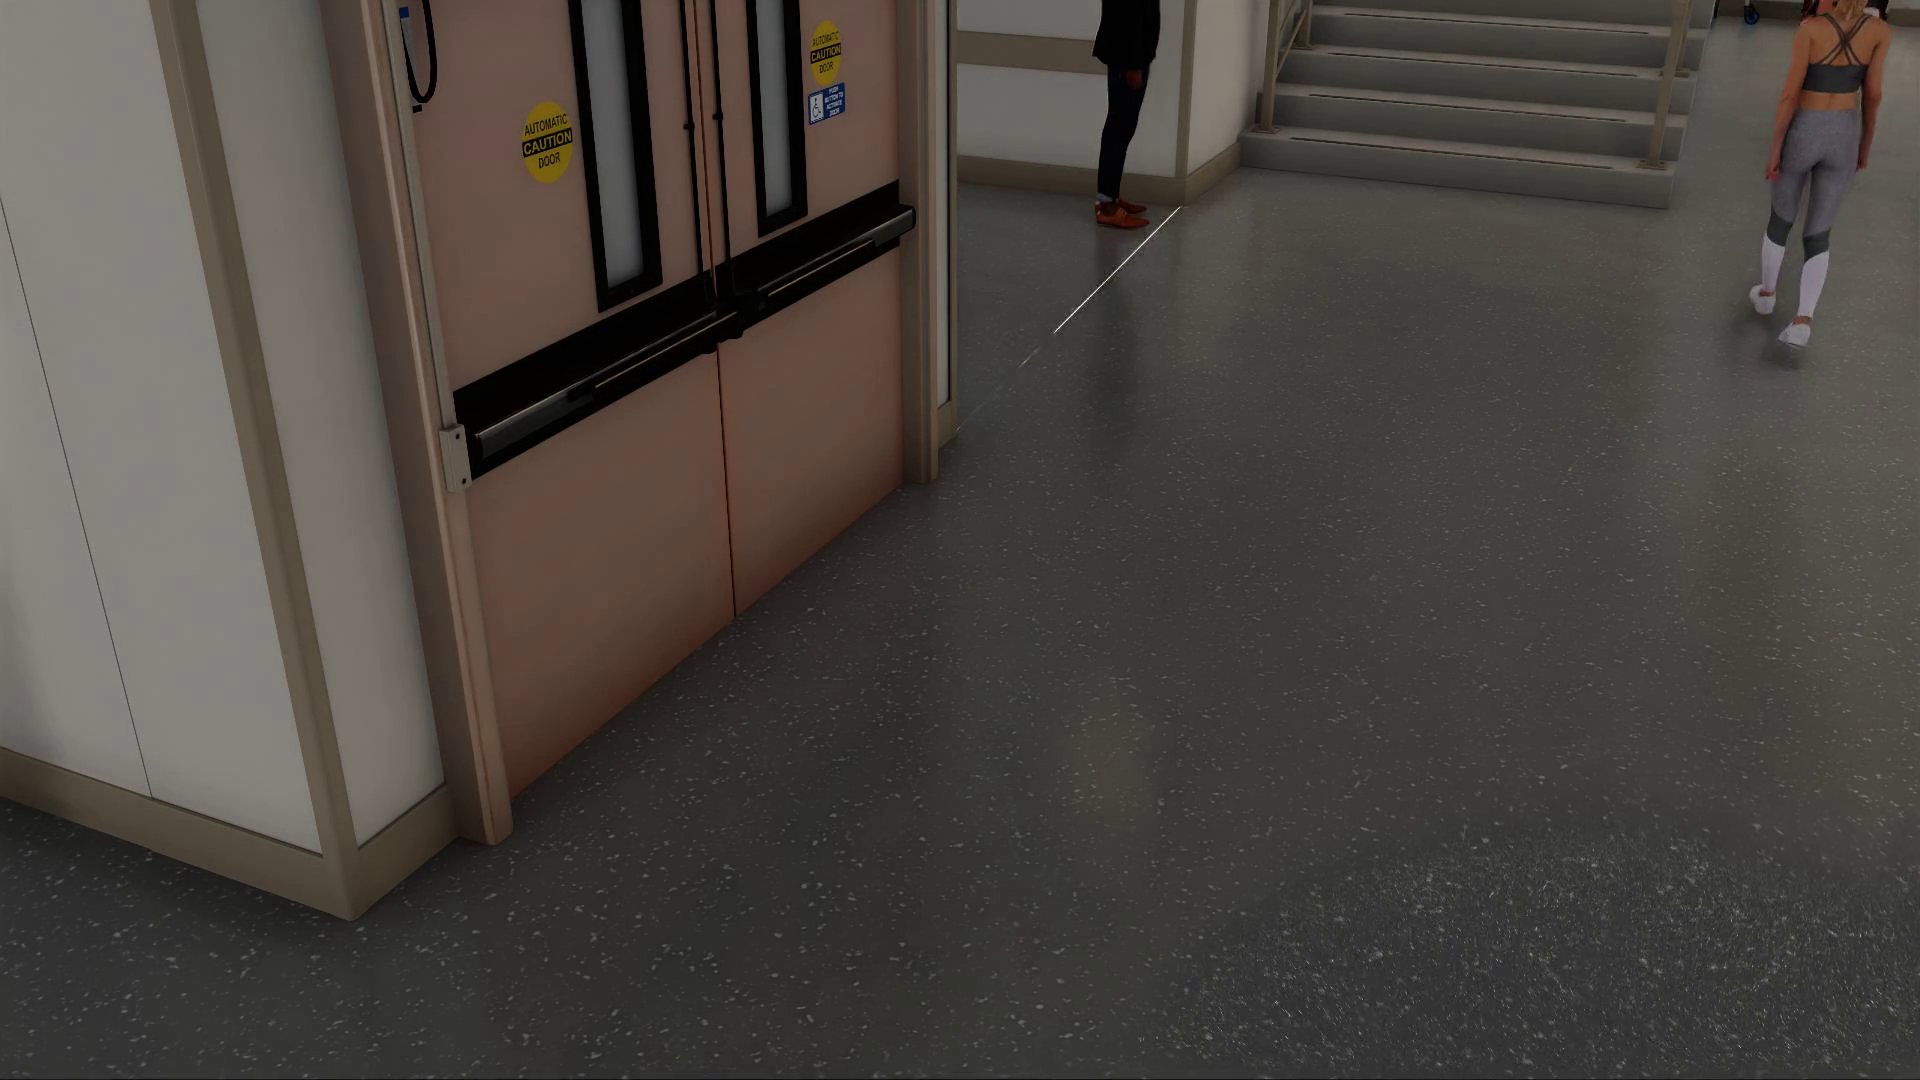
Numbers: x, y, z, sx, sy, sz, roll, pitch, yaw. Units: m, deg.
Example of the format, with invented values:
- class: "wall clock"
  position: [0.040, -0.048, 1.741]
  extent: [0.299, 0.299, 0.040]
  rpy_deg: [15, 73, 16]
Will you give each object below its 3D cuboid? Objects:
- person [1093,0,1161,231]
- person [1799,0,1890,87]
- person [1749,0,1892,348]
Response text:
- class: "person"
  position: [0.906, -2.648, 9.104]
  extent: [0.835, 1.817, 0.675]
  rpy_deg: [1, 26, 3]
- class: "person"
  position: [5.551, -3.359, 10.505]
  extent: [0.844, 1.880, 0.879]
  rpy_deg: [1, 26, 2]
- class: "person"
  position: [3.719, -1.635, 7.185]
  extent: [0.709, 1.658, 1.172]
  rpy_deg: [7, 27, 14]
